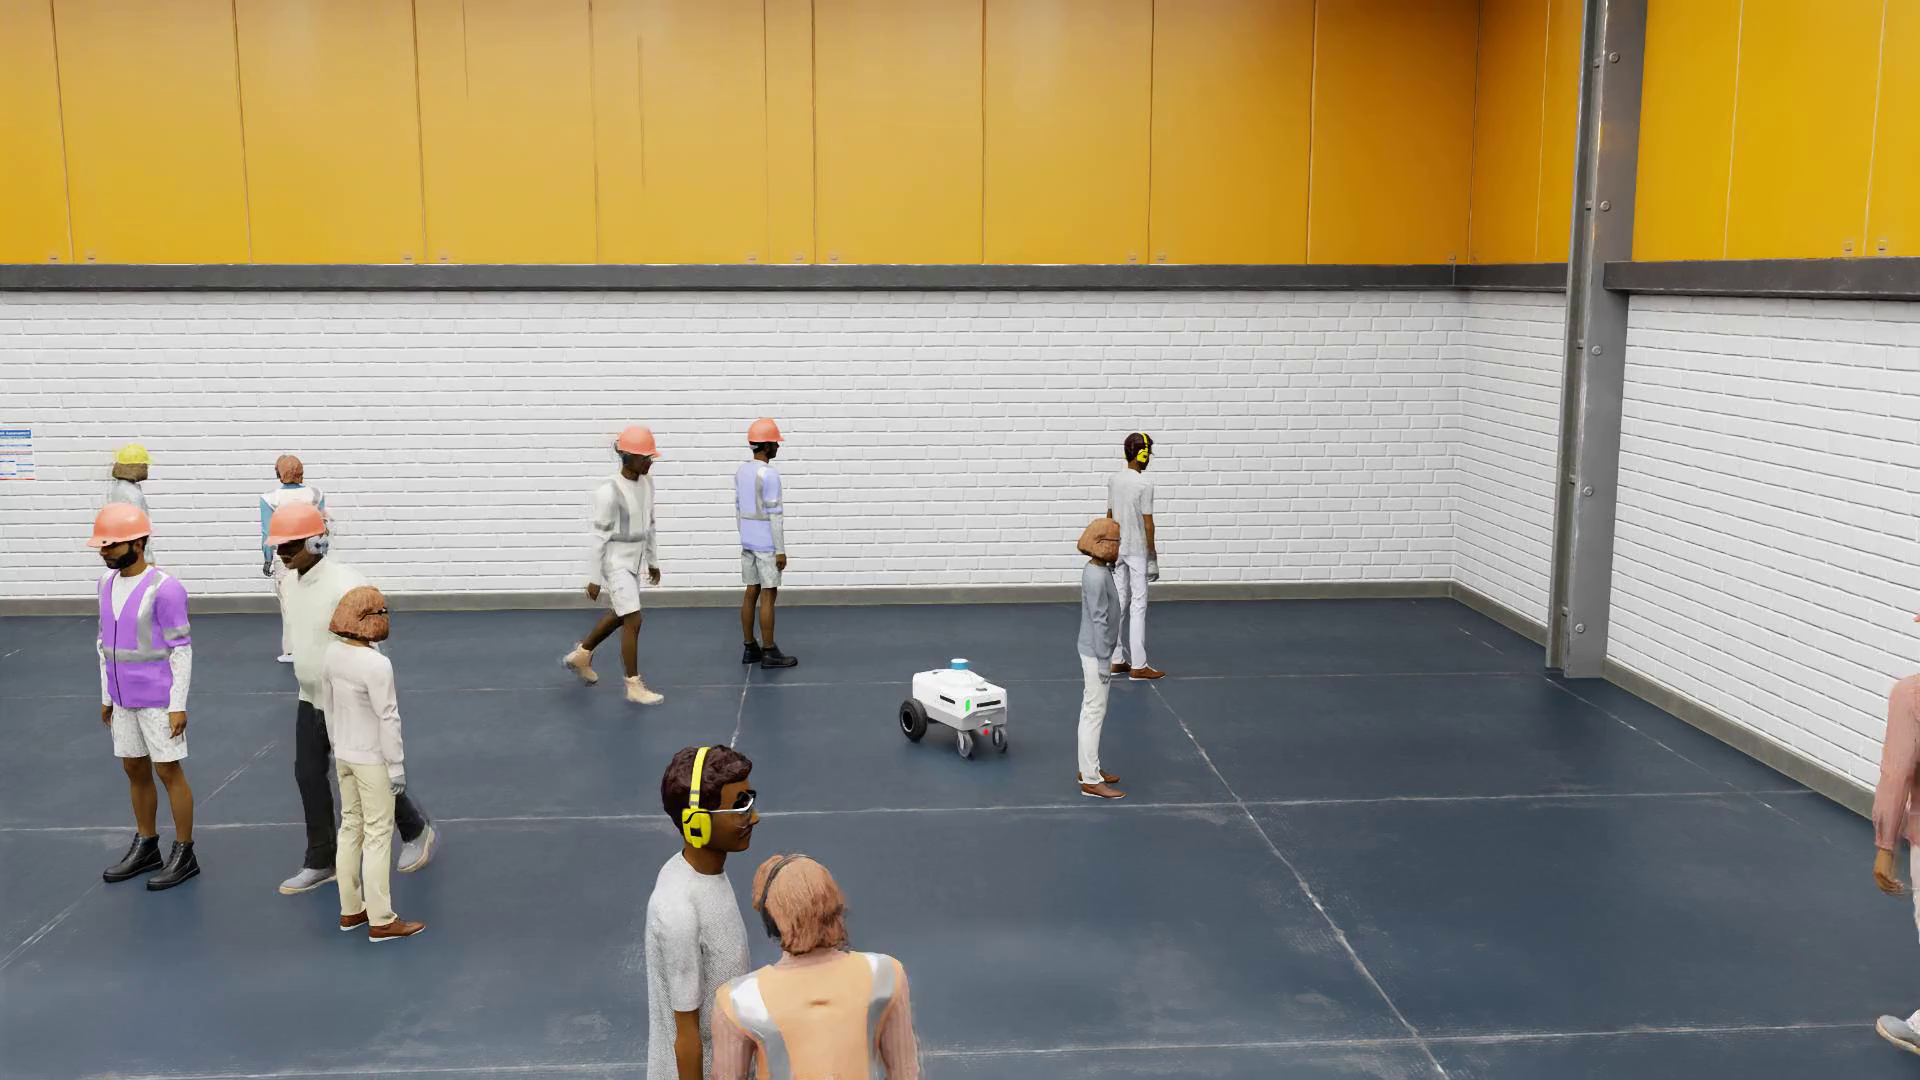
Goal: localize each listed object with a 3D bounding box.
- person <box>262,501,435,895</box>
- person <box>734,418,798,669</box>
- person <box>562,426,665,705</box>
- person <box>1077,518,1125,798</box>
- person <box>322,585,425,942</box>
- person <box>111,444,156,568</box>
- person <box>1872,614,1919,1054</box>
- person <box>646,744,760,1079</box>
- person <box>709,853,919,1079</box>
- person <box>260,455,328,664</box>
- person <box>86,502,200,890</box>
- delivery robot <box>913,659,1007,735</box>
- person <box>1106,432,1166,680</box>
[{"bbox_3d":[-3.055,0.754,8.307,0.638,1.958,0.769,6,11,33],"label":"person"},{"bbox_3d":[-1.516,0.024,12.885,0.370,1.939,0.543,-7,12,-38],"label":"person"},{"bbox_3d":[-2.509,0.164,11.874,0.913,2.000,0.645,4,10,21],"label":"person"},{"bbox_3d":[0.821,0.678,9.731,0.289,1.634,0.499,0,9,2],"label":"person"},{"bbox_3d":[-2.712,1.014,7.621,0.509,1.632,0.268,7,12,39],"label":"person"},{"bbox_3d":[-6.415,0.106,13.021,0.503,1.724,0.517,-7,12,-38],"label":"person"},{"bbox_3d":[3.707,1.112,6.058,0.660,1.950,0.936,-1,9,-3],"label":"person"},{"bbox_3d":[-0.631,1.430,4.273,0.328,1.872,0.515,-1,9,-5],"label":"person"},{"bbox_3d":[-0.369,1.574,4.185,0.518,1.597,0.727,-4,10,-23],"label":"person"},{"bbox_3d":[-5.199,0.151,13.021,0.517,1.639,0.314,-8,12,-41],"label":"person"},{"bbox_3d":[-4.058,0.769,8.217,0.552,1.932,0.377,4,10,24],"label":"person"},{"bbox_3d":[-0.005,1.011,10.725,0.477,0.478,0.707,-6,11,-32],"label":"delivery robot"},{"bbox_3d":[1.305,0.118,12.532,0.335,1.865,0.521,-6,11,-34],"label":"person"}]
